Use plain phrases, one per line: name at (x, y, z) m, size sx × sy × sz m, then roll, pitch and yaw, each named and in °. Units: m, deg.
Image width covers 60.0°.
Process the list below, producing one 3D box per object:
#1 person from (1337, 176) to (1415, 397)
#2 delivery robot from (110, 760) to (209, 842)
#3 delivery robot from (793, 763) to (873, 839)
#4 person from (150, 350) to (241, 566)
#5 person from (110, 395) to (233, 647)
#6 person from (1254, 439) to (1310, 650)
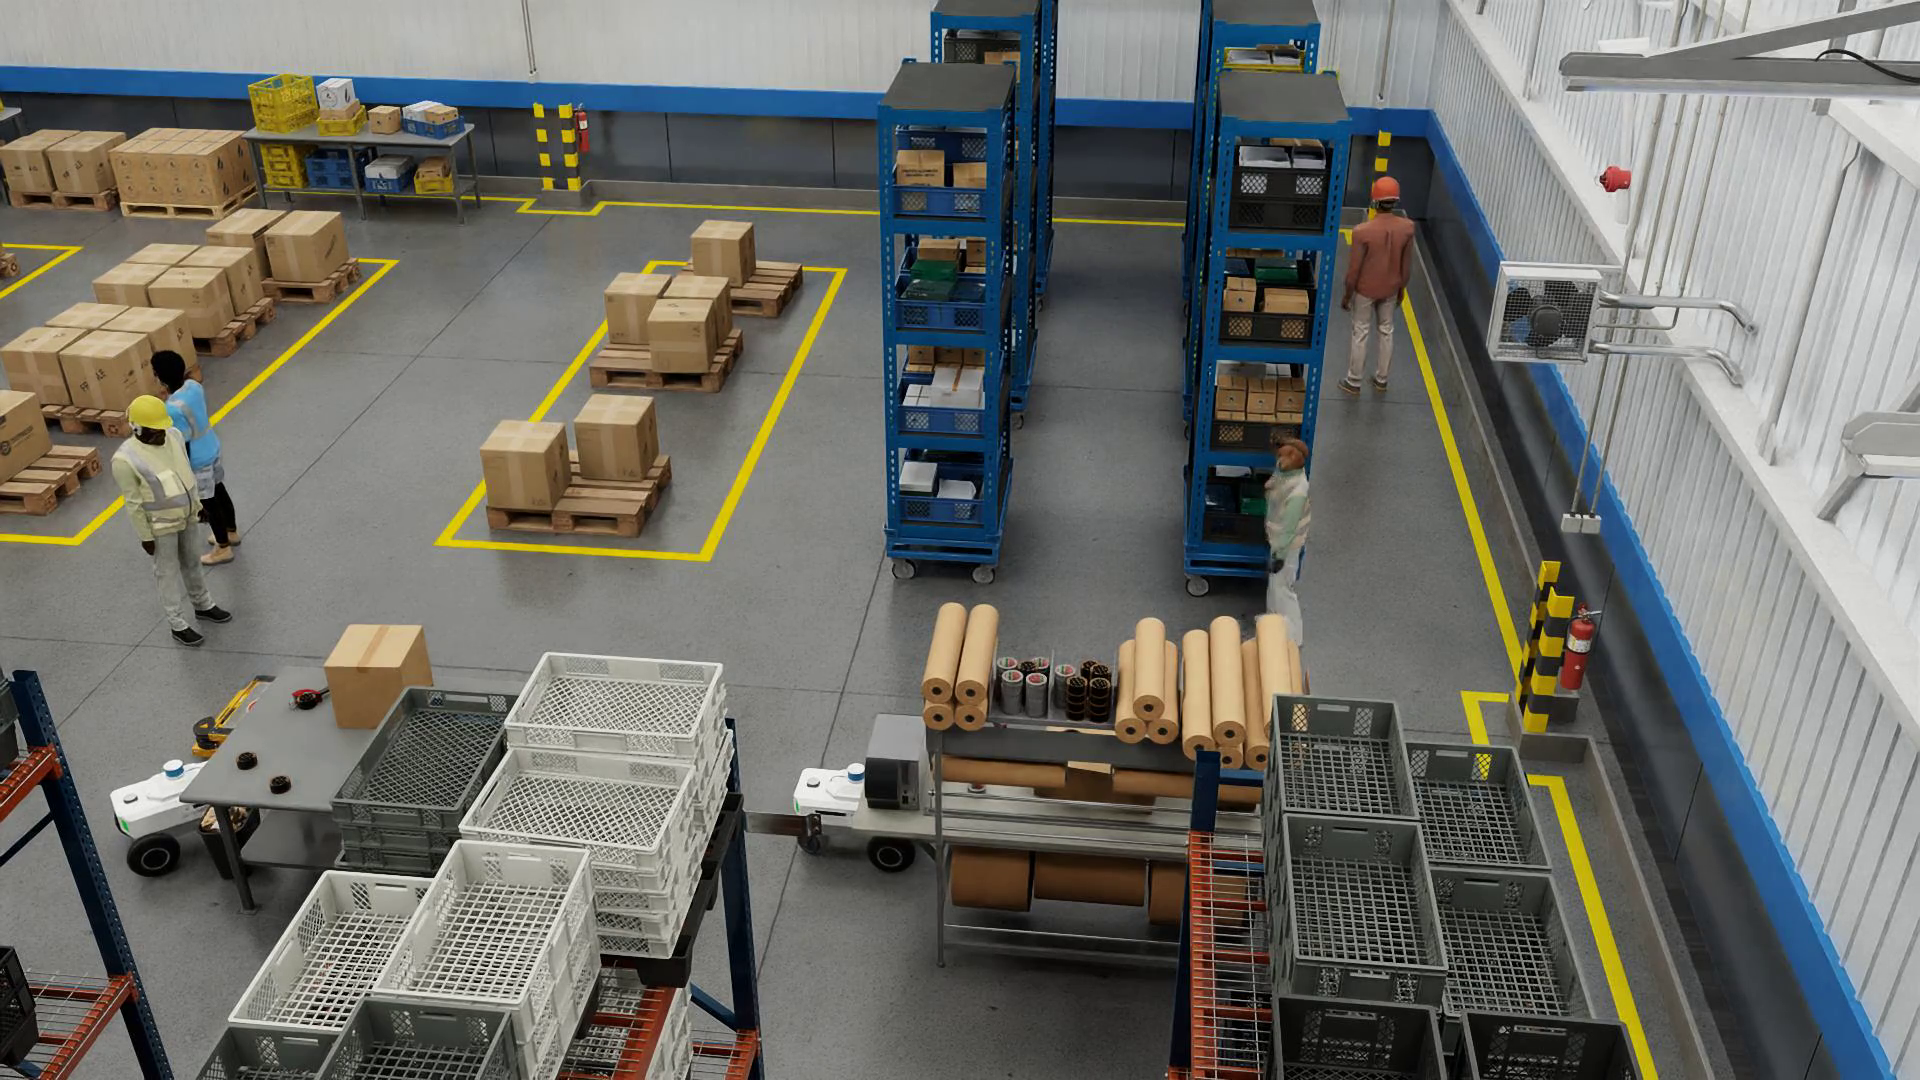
person at (3.695, -2.253, 14.816) m, size 0.622 × 1.992 × 0.396 m, roll -8°, pitch 31°, yaw -13°
delivery robot at (-4.531, 1.501, 9.699) m, size 0.707 × 0.478 × 0.477 m, roll -18°, pitch 35°, yaw -28°
delivery robot at (-0.598, 1.519, 9.668) m, size 0.707 × 0.478 × 0.477 m, roll 4°, pitch 31°, yaw 7°
person at (-5.645, -0.616, 12.292) m, size 0.322 × 1.699 × 0.536 m, roll -2°, pitch 30°, yaw -4°
person at (-5.394, -0.156, 11.383) m, size 0.403 × 1.823 × 0.588 m, roll 9°, pitch 32°, yaw 16°
person at (2.214, 0.009, 11.311) m, size 0.339 × 1.612 × 0.611 m, roll 2°, pitch 30°, yaw 3°
